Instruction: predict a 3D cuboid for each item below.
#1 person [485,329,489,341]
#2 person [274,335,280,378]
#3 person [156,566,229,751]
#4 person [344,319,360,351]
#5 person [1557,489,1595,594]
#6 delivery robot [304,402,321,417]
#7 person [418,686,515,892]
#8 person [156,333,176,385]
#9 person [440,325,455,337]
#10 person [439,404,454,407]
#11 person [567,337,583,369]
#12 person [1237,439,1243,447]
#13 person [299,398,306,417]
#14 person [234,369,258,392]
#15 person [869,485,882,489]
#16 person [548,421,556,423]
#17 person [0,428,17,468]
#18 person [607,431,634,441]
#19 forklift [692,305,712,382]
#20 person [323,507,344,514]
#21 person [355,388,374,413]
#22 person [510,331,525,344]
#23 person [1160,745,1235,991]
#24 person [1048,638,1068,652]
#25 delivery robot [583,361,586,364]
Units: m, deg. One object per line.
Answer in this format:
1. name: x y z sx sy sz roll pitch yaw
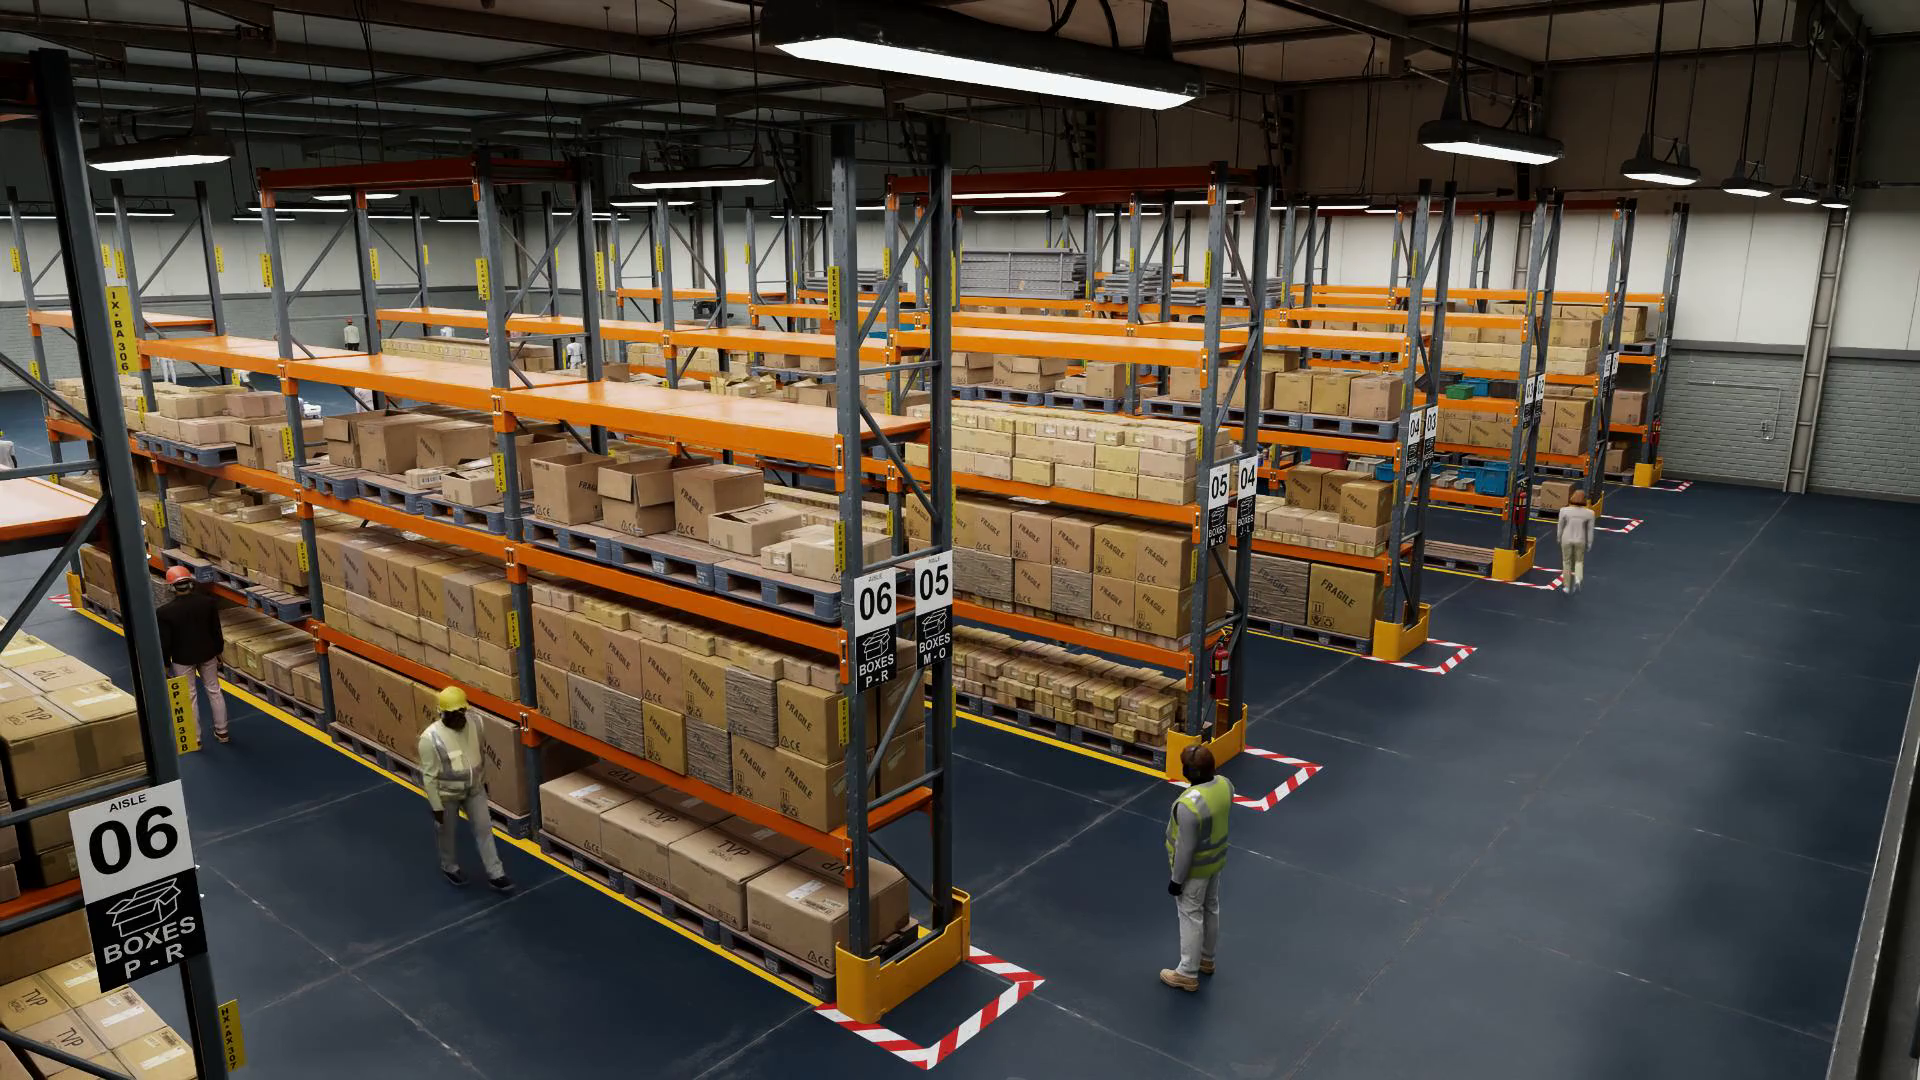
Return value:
1. person: -17.553 -6.958 47.231 0.366 1.931 0.542 11 17 38
2. person: -25.970 -7.011 48.052 0.308 1.640 0.510 11 17 38
3. person: -8.148 1.242 13.377 0.387 1.989 0.608 11 17 38
4. person: -25.187 -8.191 52.167 0.377 1.995 0.608 11 17 38
5. person: 9.322 0.036 19.118 0.498 1.616 0.408 6 15 22
6. delivery robot: -19.228 -3.818 37.073 0.477 0.478 0.707 11 17 38
7. person: -4.072 2.071 10.358 0.855 1.795 0.618 10 17 37
8. person: -28.463 -6.449 45.128 0.373 1.936 0.629 11 17 38
9. person: -21.147 -8.124 52.004 0.395 1.941 0.601 11 17 38
10. person: -13.154 -3.305 32.327 0.329 1.872 0.508 11 17 38
11. person: -13.591 -6.299 44.458 0.368 1.960 0.602 11 17 38
12. person: 5.761 -1.690 25.789 0.608 1.826 0.536 9 16 32
13. person: -15.857 -2.752 29.933 0.366 1.927 0.585 11 17 38
14. person: -23.544 -5.560 41.326 0.605 2.019 0.834 2 14 10
15. person: -1.596 -1.380 24.050 0.374 2.044 0.606 11 17 38
16. person: -9.821 -2.946 30.710 0.373 1.940 0.629 11 17 38
17. person: -18.167 -1.253 23.903 0.329 1.865 0.508 11 17 38
18. person: -7.220 -1.978 26.601 0.684 2.000 0.905 12 18 40
19. forklift: -9.511 -7.392 47.124 1.873 2.768 1.129 11 17 38
20. person: -12.091 -1.325 24.043 0.373 1.940 0.629 11 17 38
21. person: -15.222 -3.340 32.398 0.409 1.909 0.640 11 17 38
22. person: -18.184 -8.047 51.761 0.409 1.908 0.640 11 17 38
23. person: 1.702 2.350 9.135 0.429 1.840 0.624 11 17 38
24. person: 1.218 0.659 16.115 0.403 1.825 0.586 11 17 38
25. delivery robot: -14.597 -6.742 49.102 0.477 0.478 0.707 1 14 5
